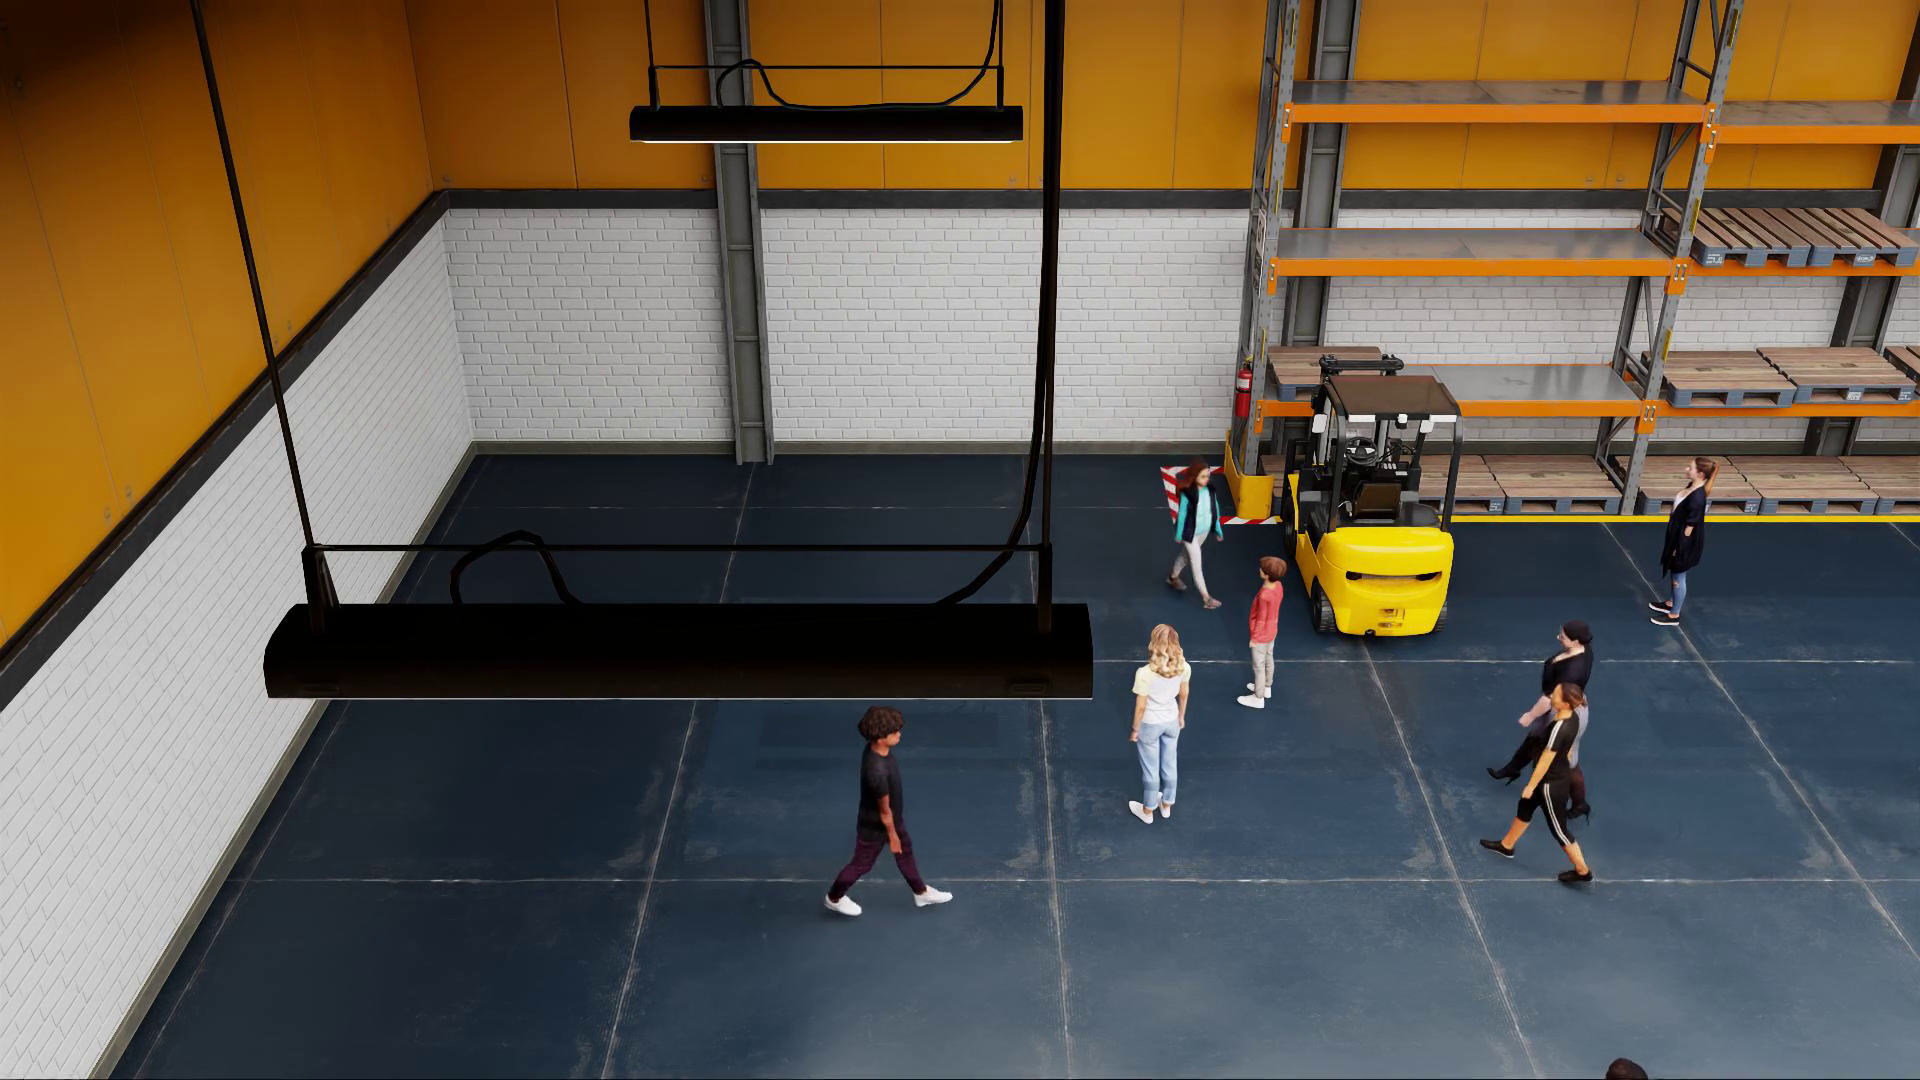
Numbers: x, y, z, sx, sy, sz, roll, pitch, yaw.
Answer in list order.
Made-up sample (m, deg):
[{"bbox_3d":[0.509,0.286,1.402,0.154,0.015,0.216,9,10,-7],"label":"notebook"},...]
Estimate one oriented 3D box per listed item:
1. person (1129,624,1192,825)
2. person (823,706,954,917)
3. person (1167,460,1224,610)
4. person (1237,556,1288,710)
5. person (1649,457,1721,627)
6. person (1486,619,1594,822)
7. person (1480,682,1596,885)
[{"bbox_3d":[1.510,1.396,12.633,0.633,1.723,0.768,-13,31,-22],"label":"person"},{"bbox_3d":[-0.643,1.932,11.630,1.147,1.742,0.643,1,29,2],"label":"person"},{"bbox_3d":[2.164,-0.104,15.670,1.000,1.449,1.001,-21,35,-33],"label":"person"},{"bbox_3d":[2.589,0.766,14.107,0.634,1.417,0.600,17,33,28],"label":"person"},{"bbox_3d":[6.642,0.000,15.234,0.681,1.683,0.701,10,30,18],"label":"person"},{"bbox_3d":[4.653,1.403,12.629,1.154,1.714,0.933,16,32,26],"label":"person"},{"bbox_3d":[4.353,1.780,12.019,1.157,1.637,0.942,15,32,26],"label":"person"}]
